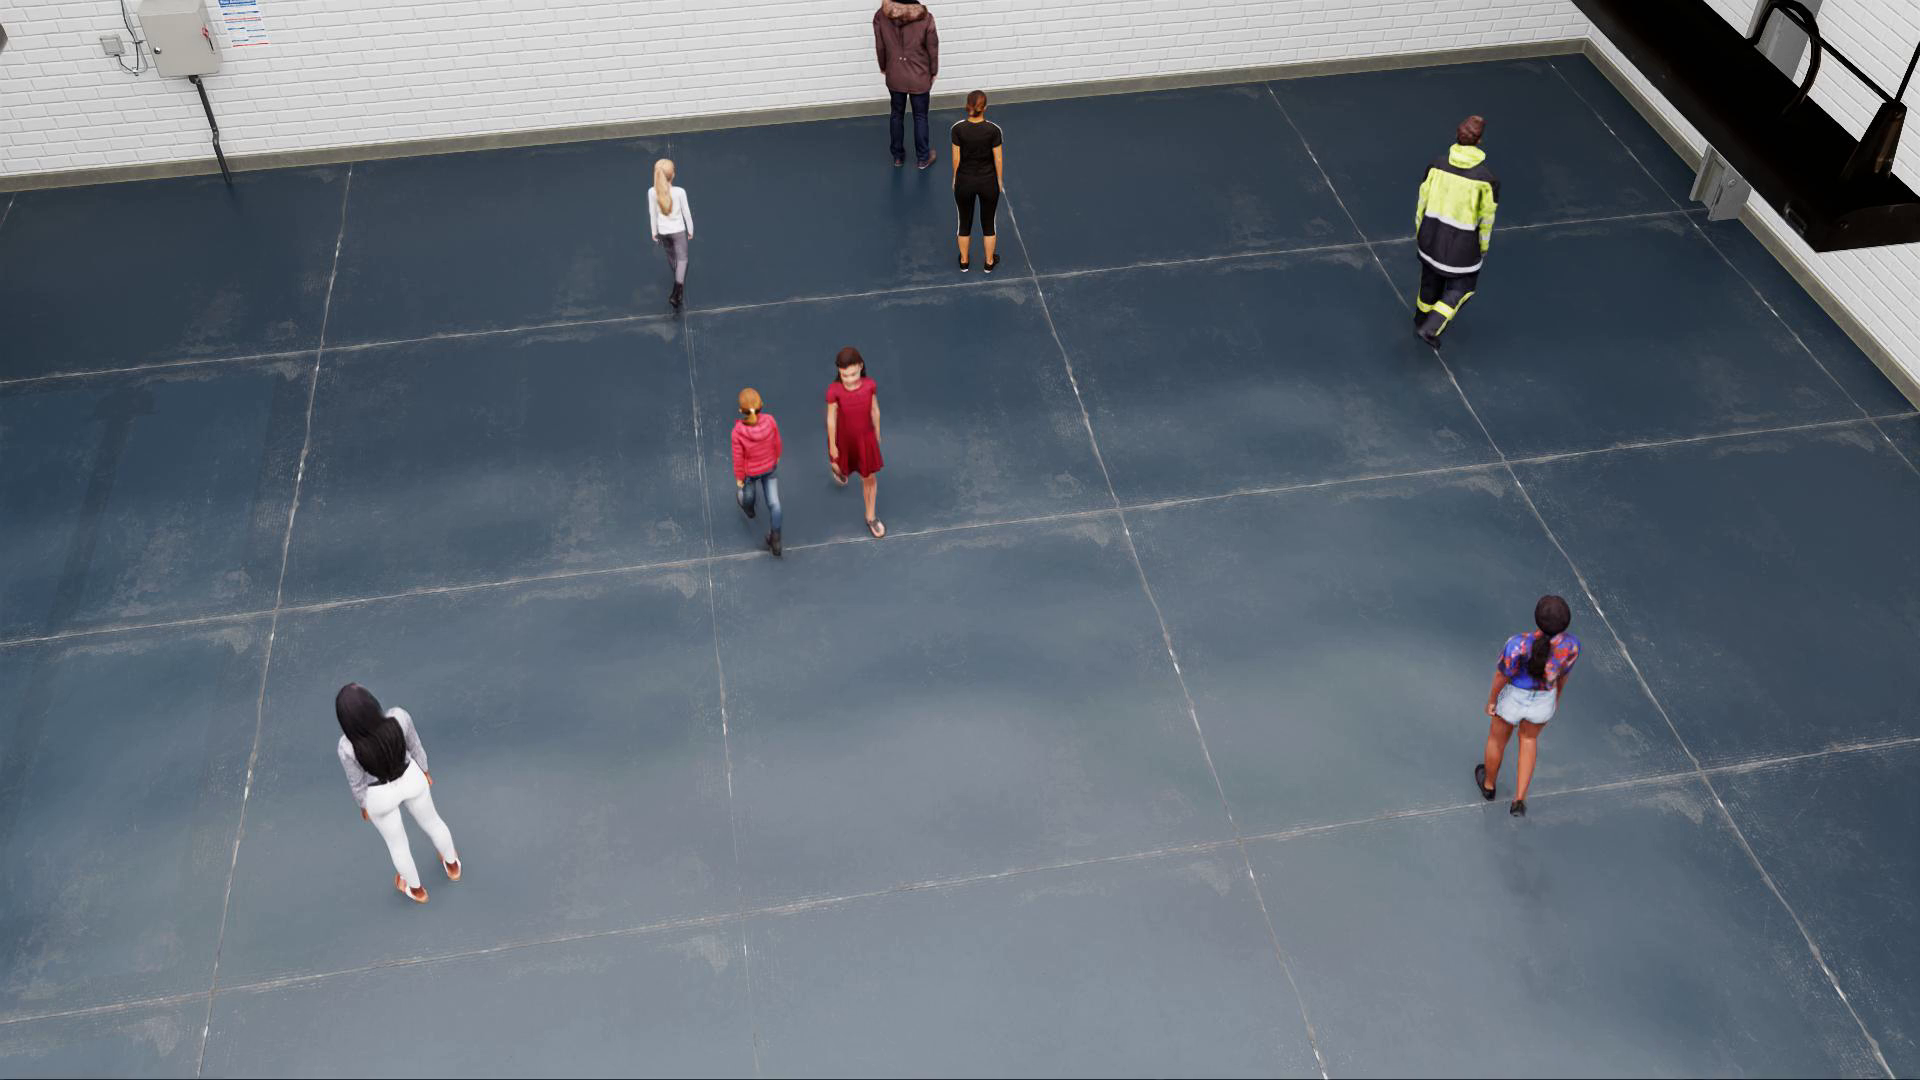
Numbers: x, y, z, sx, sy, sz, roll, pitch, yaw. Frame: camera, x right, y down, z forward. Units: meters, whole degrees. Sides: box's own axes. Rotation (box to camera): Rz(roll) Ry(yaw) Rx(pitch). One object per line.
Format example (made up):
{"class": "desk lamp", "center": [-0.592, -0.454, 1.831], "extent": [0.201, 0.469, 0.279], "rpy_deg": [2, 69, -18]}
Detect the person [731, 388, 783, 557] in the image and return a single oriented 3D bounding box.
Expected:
{"class": "person", "center": [-1.359, -0.447, 11.475], "extent": [0.670, 1.283, 0.934], "rpy_deg": [-17, 46, -17]}

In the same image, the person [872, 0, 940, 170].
{"class": "person", "center": [-0.472, -4.233, 15.040], "extent": [0.861, 1.848, 0.851], "rpy_deg": [12, 45, 13]}

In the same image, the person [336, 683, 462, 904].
{"class": "person", "center": [-3.134, 1.393, 9.225], "extent": [0.668, 1.722, 0.678], "rpy_deg": [-30, 51, -28]}

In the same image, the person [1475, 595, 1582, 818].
{"class": "person", "center": [3.282, 1.016, 9.615], "extent": [0.706, 1.729, 0.869], "rpy_deg": [3, 44, 3]}

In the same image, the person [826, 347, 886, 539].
{"class": "person", "center": [-0.766, -0.772, 11.636], "extent": [0.667, 1.531, 0.986], "rpy_deg": [-17, 46, -17]}

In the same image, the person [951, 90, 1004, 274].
{"class": "person", "center": [0.142, -2.986, 13.859], "extent": [0.637, 1.669, 0.613], "rpy_deg": [5, 44, 5]}

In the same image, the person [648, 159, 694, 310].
{"class": "person", "center": [-2.374, -2.452, 13.692], "extent": [0.598, 1.128, 0.730], "rpy_deg": [6, 44, 6]}

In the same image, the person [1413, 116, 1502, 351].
{"class": "person", "center": [3.822, -2.347, 12.974], "extent": [1.068, 1.966, 1.121], "rpy_deg": [30, 51, 27]}
